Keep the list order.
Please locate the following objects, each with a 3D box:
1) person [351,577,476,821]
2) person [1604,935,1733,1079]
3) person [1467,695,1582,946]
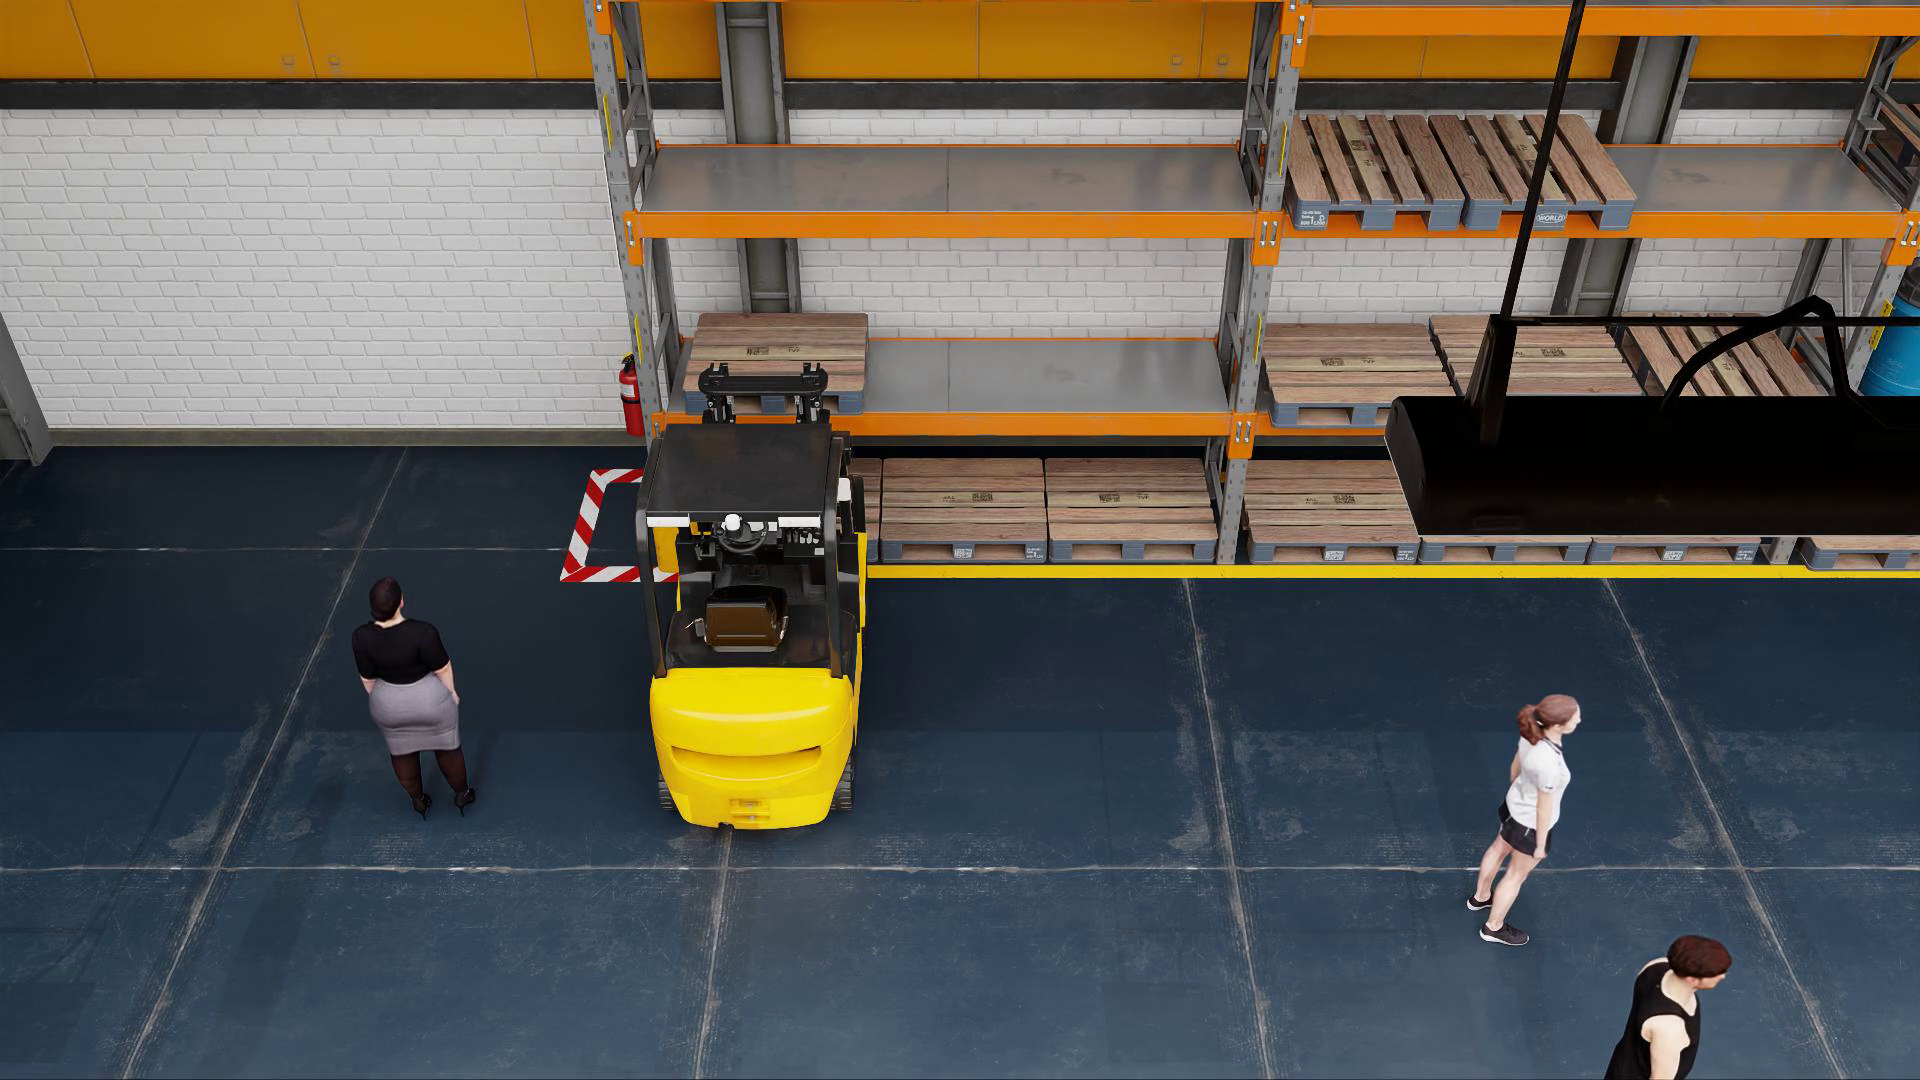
[{"bbox_3d":[-3.174,0.941,9.650,0.577,1.758,0.747,-3,39,-4],"label":"person"},{"bbox_3d":[3.151,2.451,7.652,0.658,1.892,0.732,8,39,9],"label":"person"},{"bbox_3d":[3.051,1.489,8.969,0.557,1.752,0.577,-2,39,-3],"label":"person"}]
